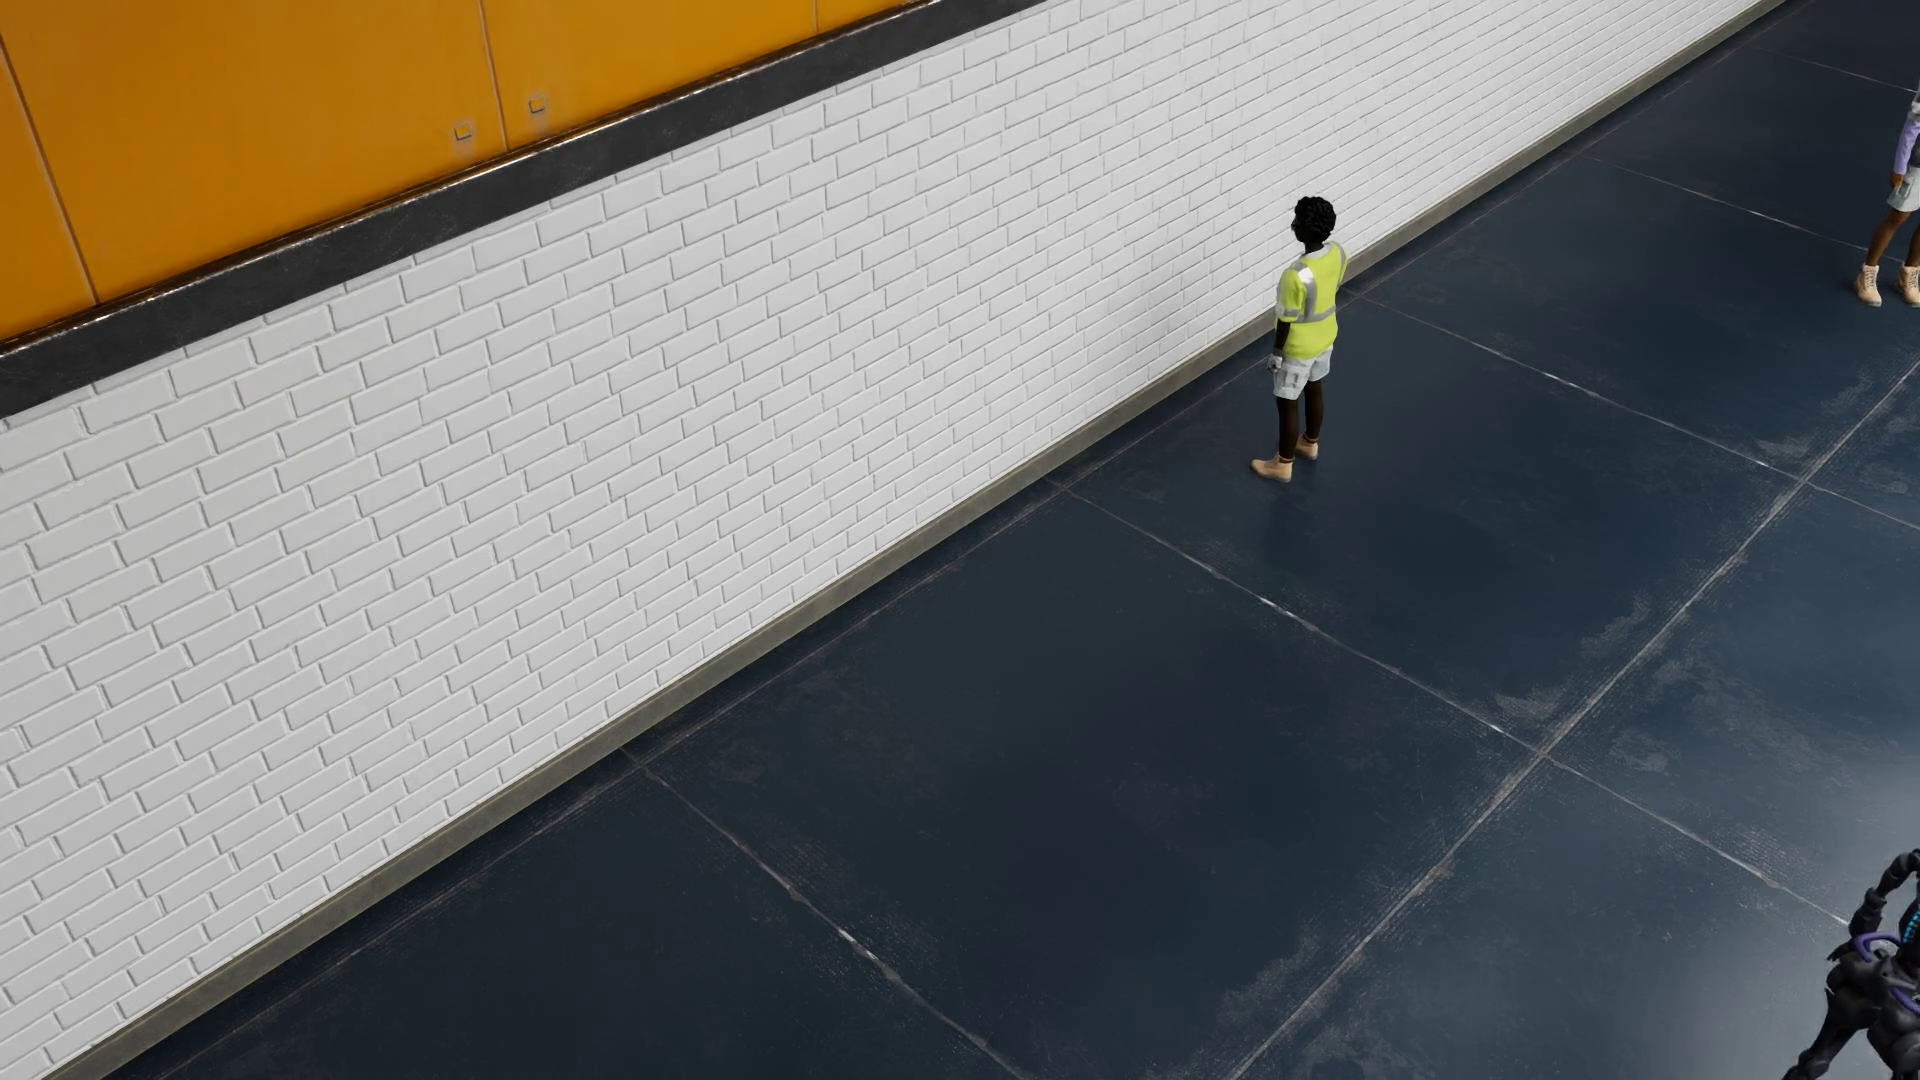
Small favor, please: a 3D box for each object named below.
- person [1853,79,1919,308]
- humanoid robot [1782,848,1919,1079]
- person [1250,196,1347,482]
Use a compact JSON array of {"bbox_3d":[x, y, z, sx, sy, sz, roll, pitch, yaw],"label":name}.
[{"bbox_3d":[6.213,-2.400,10.516,0.598,2.035,0.400,-1,39,-1],"label":"person"},{"bbox_3d":[3.317,1.592,5.829,0.769,1.629,0.610,-9,40,-12],"label":"humanoid robot"},{"bbox_3d":[1.884,-1.101,9.159,0.322,1.691,0.531,28,47,31],"label":"person"}]
